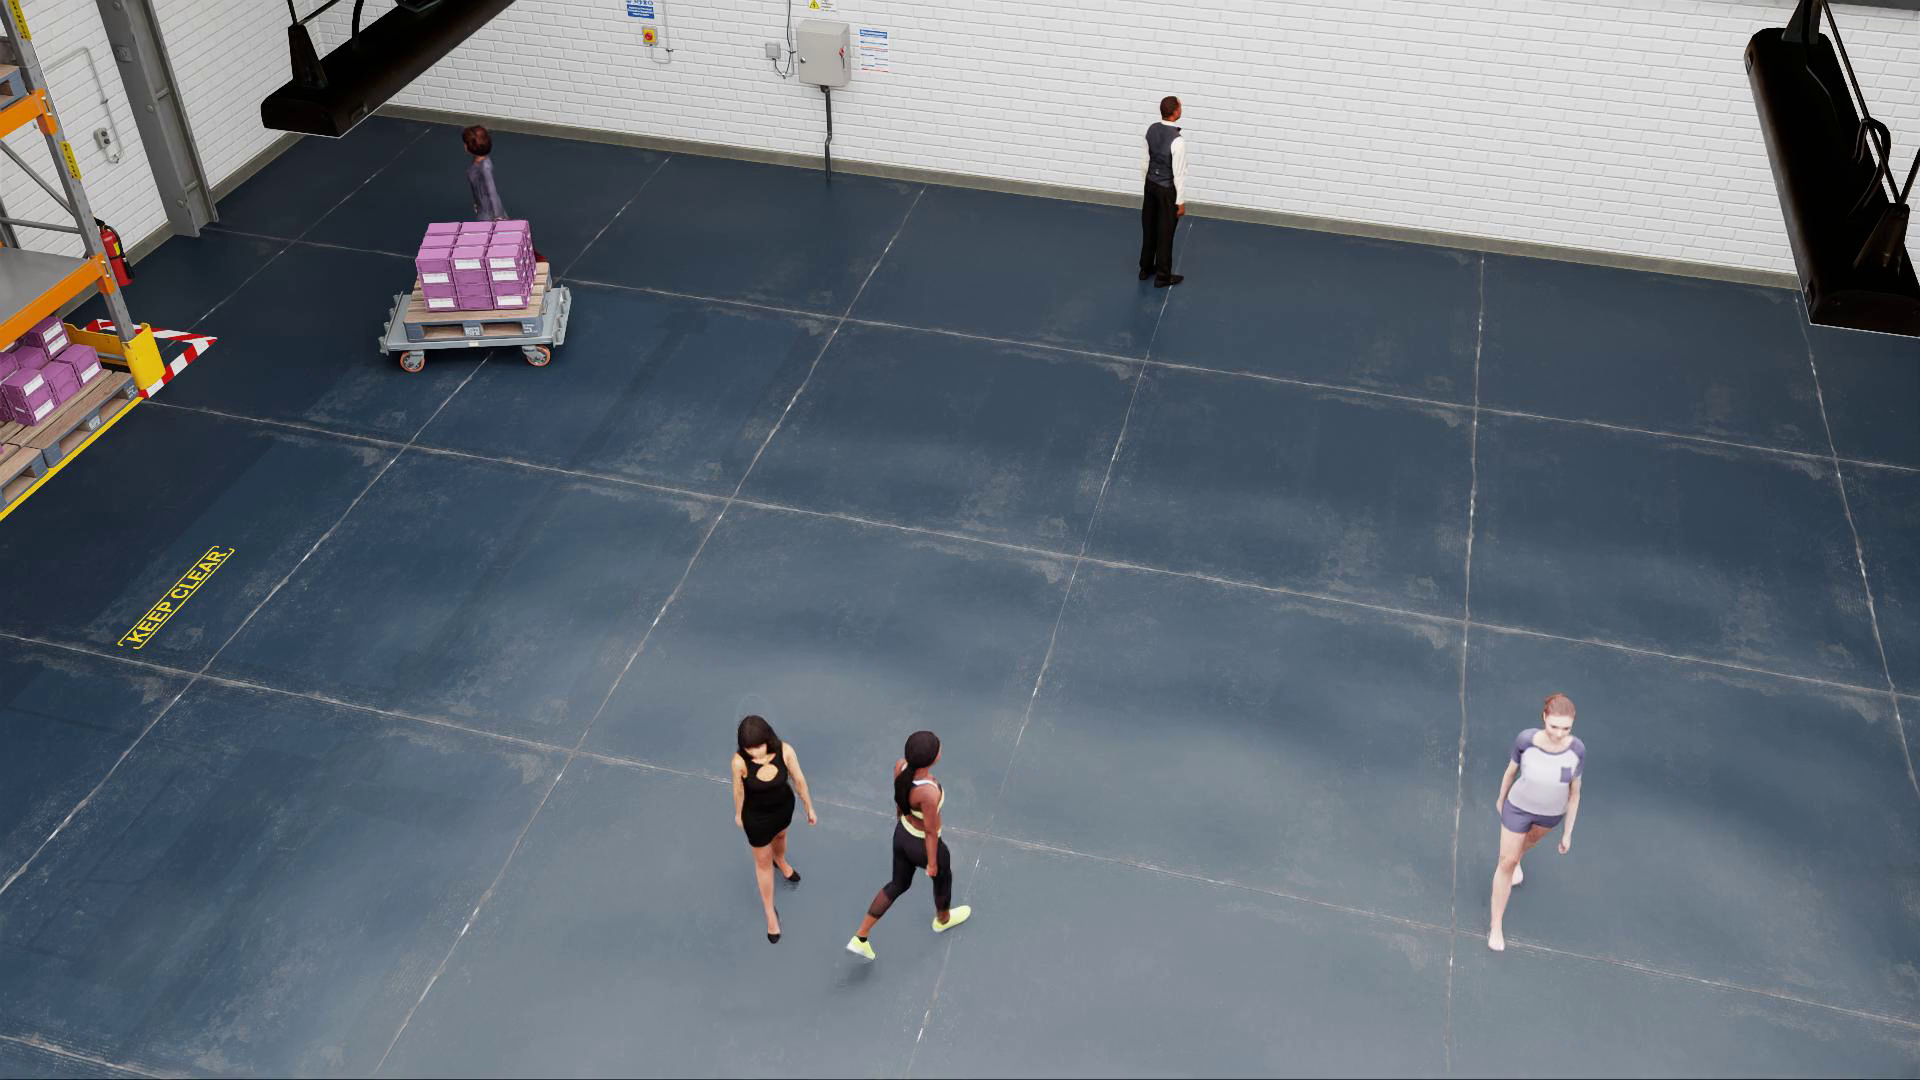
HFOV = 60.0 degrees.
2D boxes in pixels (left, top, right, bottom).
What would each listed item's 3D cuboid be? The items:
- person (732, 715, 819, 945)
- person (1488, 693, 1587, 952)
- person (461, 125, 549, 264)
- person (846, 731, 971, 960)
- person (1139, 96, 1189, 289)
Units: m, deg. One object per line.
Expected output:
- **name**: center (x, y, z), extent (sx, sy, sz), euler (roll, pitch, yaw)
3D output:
- **person**: center (-1.177, 1.593, 10.113), extent (0.907, 1.622, 0.991), euler (-20, 43, -23)
- **person**: center (3.487, 1.563, 10.072), extent (0.622, 1.720, 1.111), euler (7, 39, 9)
- **person**: center (-4.444, -3.185, 16.056), extent (1.077, 1.671, 1.111), euler (-14, 41, -16)
- **person**: center (-0.329, 1.829, 9.735), extent (1.135, 1.724, 0.998), euler (-25, 45, -28)
- **person**: center (1.961, -3.376, 16.096), extent (0.795, 1.919, 0.782), euler (-28, 46, -30)
